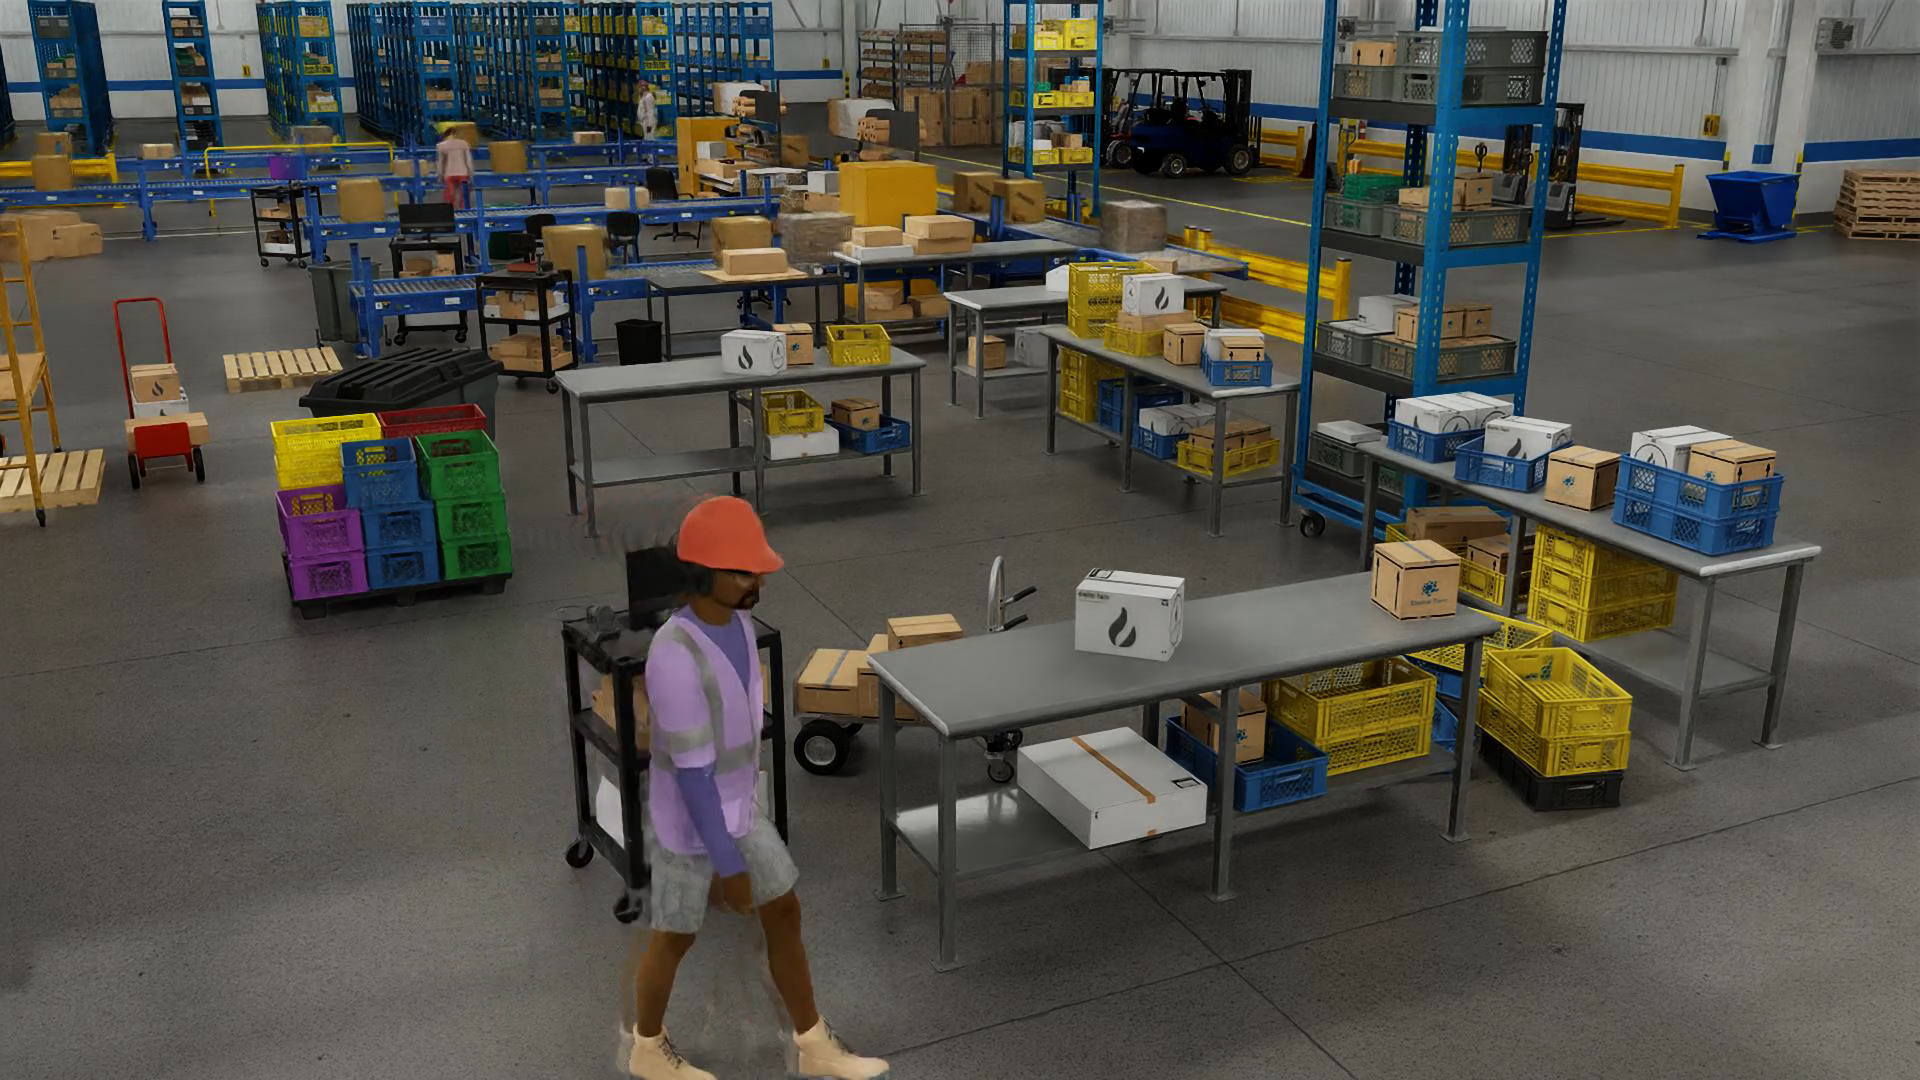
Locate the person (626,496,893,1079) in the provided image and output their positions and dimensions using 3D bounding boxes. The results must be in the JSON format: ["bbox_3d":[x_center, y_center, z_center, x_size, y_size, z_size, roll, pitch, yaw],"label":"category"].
[{"bbox_3d":[-0.643,0.852,5.078,0.980,1.998,0.641,6,18,17],"label":"person"}]

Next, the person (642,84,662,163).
[{"bbox_3d":[-7.116,-9.555,38.225,0.560,1.779,0.619,-2,18,-8],"label":"person"}]

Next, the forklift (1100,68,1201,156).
[{"bbox_3d":[4.082,-9.564,37.410,2.680,1.987,1.157,-8,19,-23],"label":"forklift"}]

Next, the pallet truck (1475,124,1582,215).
[{"bbox_3d":[9.707,-6.455,28.103,1.885,1.965,0.823,-7,19,-20],"label":"pallet truck"}]

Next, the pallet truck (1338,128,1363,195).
[{"bbox_3d":[7.845,-7.140,31.411,1.522,1.261,0.704,-9,20,-25],"label":"pallet truck"}]

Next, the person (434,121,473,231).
[{"bbox_3d":[-7.956,-5.682,26.115,0.623,1.730,0.338,-10,20,-28],"label":"person"}]

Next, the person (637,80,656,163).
[{"bbox_3d":[-7.034,-9.334,37.334,0.400,1.901,0.643,-5,18,-16],"label":"person"}]

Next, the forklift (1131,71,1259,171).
[{"bbox_3d":[4.998,-8.936,35.413,2.680,1.987,1.157,-9,20,-25],"label":"forklift"}]

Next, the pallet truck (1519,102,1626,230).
[{"bbox_3d":[9.972,-6.037,26.785,1.885,1.965,0.823,-9,20,-25],"label":"pallet truck"}]

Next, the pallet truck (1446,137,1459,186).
[{"bbox_3d":[9.184,-6.485,29.328,1.630,1.274,0.653,-8,19,-23],"label":"pallet truck"}]

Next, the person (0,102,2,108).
[{"bbox_3d":[-28.008,-12.814,48.379,0.387,1.845,0.565,1,18,2],"label":"person"}]

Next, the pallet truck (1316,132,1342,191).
[{"bbox_3d":[7.723,-7.504,32.656,1.601,1.201,0.680,-8,19,-23],"label":"pallet truck"}]
